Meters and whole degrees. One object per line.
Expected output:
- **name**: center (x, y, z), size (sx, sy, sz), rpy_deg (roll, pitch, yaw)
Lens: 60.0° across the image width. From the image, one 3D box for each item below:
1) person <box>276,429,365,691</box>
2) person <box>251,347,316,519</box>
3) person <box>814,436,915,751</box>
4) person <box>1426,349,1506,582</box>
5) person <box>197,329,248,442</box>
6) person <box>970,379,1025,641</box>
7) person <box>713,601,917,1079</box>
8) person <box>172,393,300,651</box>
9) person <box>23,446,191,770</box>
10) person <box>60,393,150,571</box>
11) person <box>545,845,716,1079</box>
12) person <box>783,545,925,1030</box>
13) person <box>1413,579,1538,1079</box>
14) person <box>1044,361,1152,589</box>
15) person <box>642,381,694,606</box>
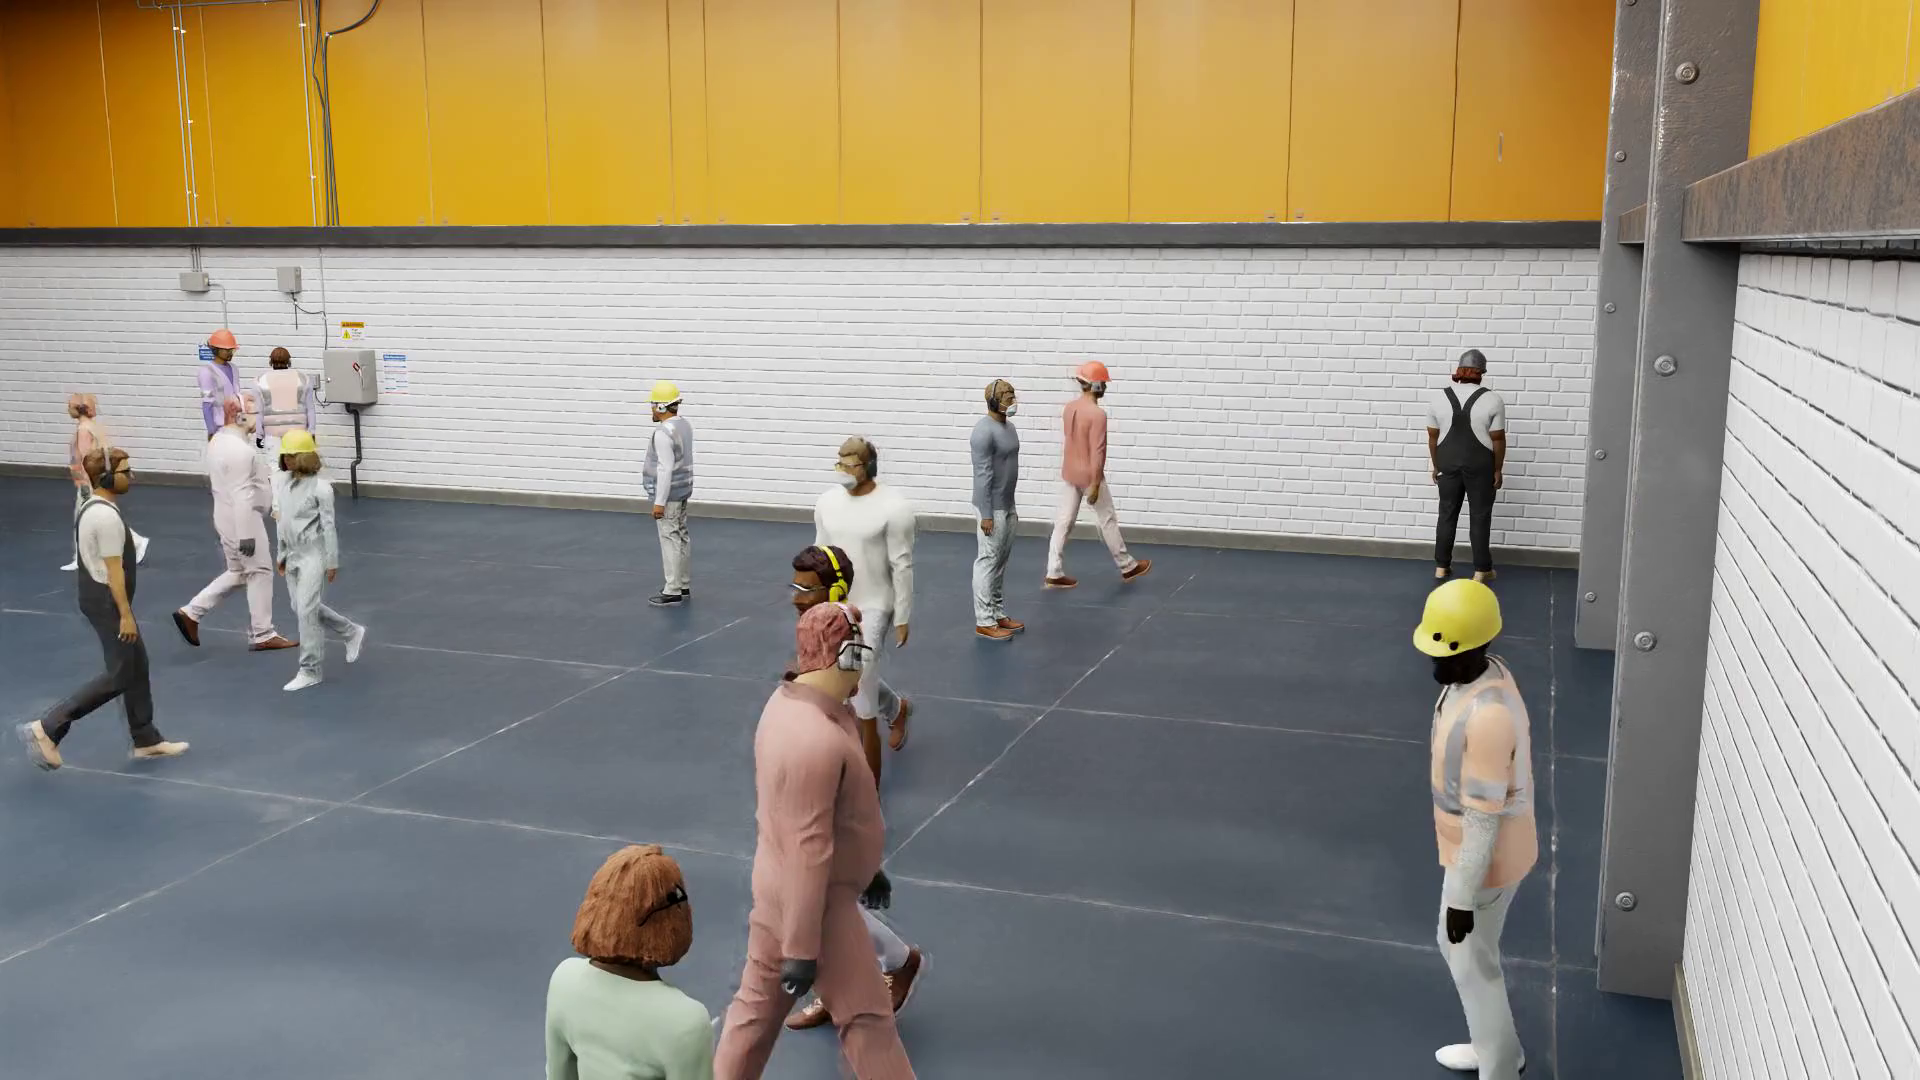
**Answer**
- **person**: center (-4.308, 0.098, 11.147), size (0.484, 1.723, 0.692), rpy_deg (6, 12, 31)
- **person**: center (-7.237, -1.148, 17.842), size (0.633, 1.842, 0.429), rpy_deg (-5, 11, -27)
- **person**: center (-0.508, 0.362, 9.154), size (0.639, 1.912, 0.870), rpy_deg (7, 12, 33)
- **person**: center (4.451, -0.663, 14.555), size (0.680, 2.000, 0.537), rpy_deg (7, 12, 34)
- **person**: center (-7.864, -1.238, 17.842), size (0.408, 2.030, 0.608), rpy_deg (2, 10, 9)
- **person**: center (0.281, -0.231, 12.407), size (0.368, 1.939, 0.633), rpy_deg (4, 11, 19)
- **person**: center (-0.385, 1.108, 5.135), size (0.990, 1.845, 0.650), rpy_deg (-3, 10, -15)
- **person**: center (-5.215, -0.107, 11.885), size (0.716, 1.884, 0.653), rpy_deg (-7, 12, -36)
- **person**: center (-4.782, 0.391, 9.232), size (0.745, 1.827, 0.525), rpy_deg (-6, 12, -29)
- **person**: center (-7.742, -0.526, 14.962), size (0.694, 1.619, 0.516), rpy_deg (-4, 11, -23)
- **person**: center (-0.702, 1.468, 3.696), size (0.498, 1.634, 0.284), rpy_deg (7, 12, 36)
- **person**: center (-0.443, 0.922, 6.158), size (0.443, 1.857, 0.527), rpy_deg (-5, 11, -25)
- **person**: center (1.686, 1.029, 5.474), size (0.490, 1.878, 0.658), rpy_deg (2, 10, 10)
- **person**: center (1.159, -0.556, 14.222), size (1.008, 1.942, 0.614), rpy_deg (-6, 12, -31)
- **person**: center (-2.376, -0.381, 13.549), size (0.404, 1.832, 0.600), rpy_deg (1, 10, 8)
